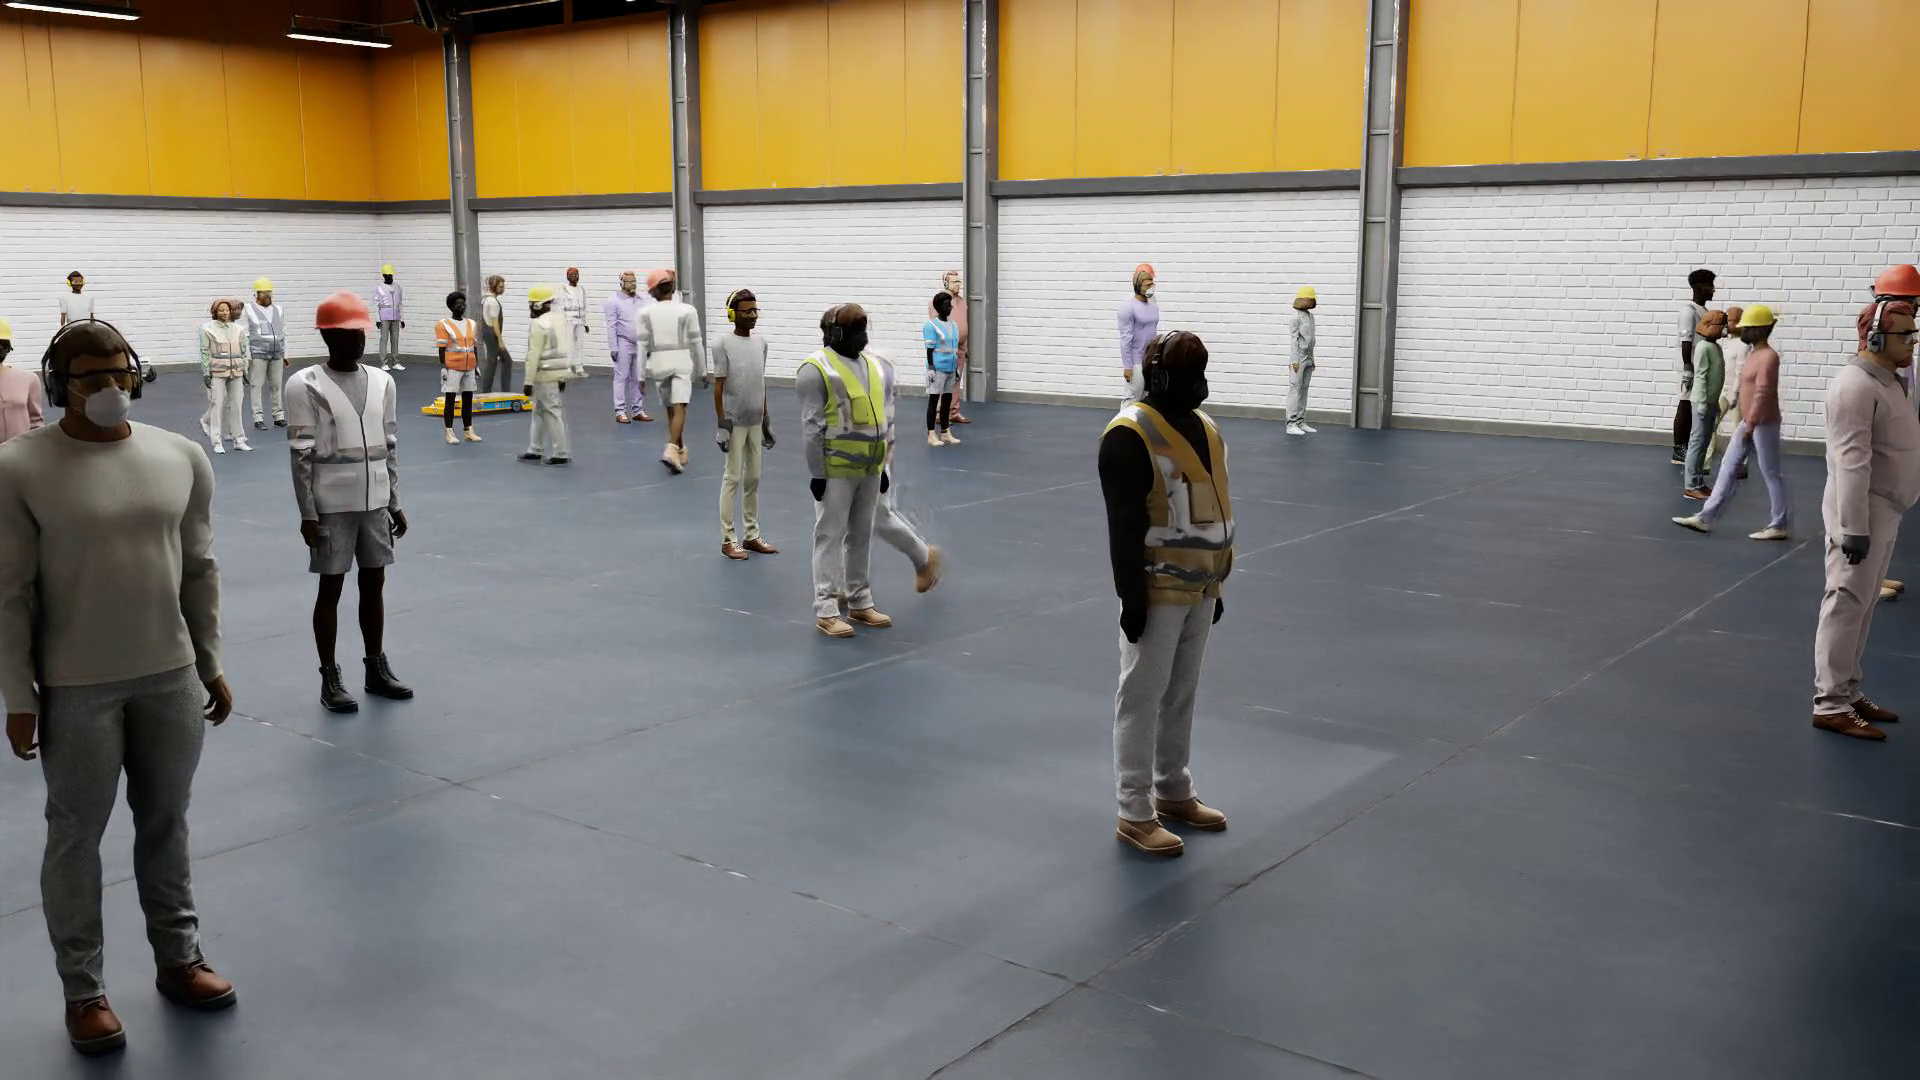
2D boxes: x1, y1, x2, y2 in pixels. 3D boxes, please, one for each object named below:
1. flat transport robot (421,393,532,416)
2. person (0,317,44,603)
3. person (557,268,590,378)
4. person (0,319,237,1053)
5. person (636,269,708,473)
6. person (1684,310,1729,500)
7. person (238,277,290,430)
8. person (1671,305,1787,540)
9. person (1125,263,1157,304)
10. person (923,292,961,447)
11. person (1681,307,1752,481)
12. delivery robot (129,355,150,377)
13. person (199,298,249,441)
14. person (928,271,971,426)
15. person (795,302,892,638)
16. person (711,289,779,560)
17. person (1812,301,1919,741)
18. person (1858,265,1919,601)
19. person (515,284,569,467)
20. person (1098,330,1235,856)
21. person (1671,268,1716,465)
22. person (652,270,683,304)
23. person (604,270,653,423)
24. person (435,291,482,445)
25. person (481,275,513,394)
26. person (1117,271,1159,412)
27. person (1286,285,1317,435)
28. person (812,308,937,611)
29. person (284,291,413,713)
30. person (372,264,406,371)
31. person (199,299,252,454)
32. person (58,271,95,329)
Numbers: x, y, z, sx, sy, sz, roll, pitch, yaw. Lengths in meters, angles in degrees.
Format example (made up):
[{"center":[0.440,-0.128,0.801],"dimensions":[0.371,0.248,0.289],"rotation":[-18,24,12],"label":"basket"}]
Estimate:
[{"center":[-6.367,-1.821,22.149],"dimensions":[0.652,0.197,1.431],"rotation":[8,12,37],"label":"flat transport robot"},{"center":[-5.619,-0.440,9.761],"dimensions":[0.304,1.772,0.525],"rotation":[7,12,37],"label":"person"},{"center":[-6.594,-3.706,28.435],"dimensions":[0.355,1.884,0.575],"rotation":[7,12,37],"label":"person"},{"center":[-2.279,0.378,4.504],"dimensions":[0.372,1.940,0.631],"rotation":[7,12,37],"label":"person"},{"center":[-2.833,-1.649,16.235],"dimensions":[0.660,1.976,1.063],"rotation":[1,10,5],"label":"person"},{"center":[6.471,-1.169,14.393],"dimensions":[0.284,1.633,0.500],"rotation":[7,12,37],"label":"person"},{"center":[-8.367,-2.245,20.067],"dimensions":[0.404,1.836,0.590],"rotation":[7,12,37],"label":"person"},{"center":[5.752,-0.856,12.265],"dimensions":[0.852,1.725,0.551],"rotation":[1,10,8],"label":"person"},{"center":[2.283,-2.454,20.826],"dimensions":[0.377,1.995,0.612],"rotation":[7,12,37],"label":"person"},{"center":[-0.191,-1.877,18.336],"dimensions":[0.318,1.697,0.535],"rotation":[7,12,37],"label":"person"},{"center":[7.076,-1.349,15.474],"dimensions":[0.670,1.608,0.523],"rotation":[0,10,0],"label":"person"},{"center":[-13.708,-2.905,27.366],"dimensions":[0.707,0.478,0.477],"rotation":[3,10,17],"label":"delivery robot"},{"center":[-8.284,-1.907,18.738],"dimensions":[0.476,1.615,0.536],"rotation":[2,10,14],"label":"person"},{"center":[-0.102,-2.380,20.651],"dimensions":[0.410,1.909,0.643],"rotation":[7,12,37],"label":"person"},{"center":[-0.616,-0.395,9.280],"dimensions":[0.429,1.846,0.627],"rotation":[7,12,37],"label":"person"},{"center":[-1.496,-0.805,11.590],"dimensions":[0.328,1.872,0.513],"rotation":[7,12,37],"label":"person"},{"center":[4.018,-0.094,7.340],"dimensions":[0.410,1.909,0.643],"rotation":[7,12,37],"label":"person"},{"center":[5.690,-0.658,10.229],"dimensions":[0.372,2.044,0.608],"rotation":[7,12,37],"label":"person"},{"center":[-4.228,-1.623,16.507],"dimensions":[0.732,1.809,0.621],"rotation":[1,10,7],"label":"person"},{"center":[0.759,0.178,5.951],"dimensions":[0.429,1.844,0.627],"rotation":[7,12,37],"label":"person"},{"center":[7.402,-1.741,16.754],"dimensions":[0.367,1.967,0.607],"rotation":[7,12,37],"label":"person"},{"center":[-4.448,-3.176,25.389],"dimensions":[0.354,1.878,0.597],"rotation":[8,13,40],"label":"person"},{"center":[-4.143,-2.425,20.917],"dimensions":[0.410,1.908,0.643],"rotation":[7,12,37],"label":"person"},{"center":[-5.591,-1.919,18.571],"dimensions":[0.318,1.699,0.535],"rotation":[7,12,37],"label":"person"},{"center":[-6.495,-2.842,23.601],"dimensions":[0.714,1.814,0.529],"rotation":[-3,10,-16],"label":"person"},{"center":[1.875,-1.813,17.256],"dimensions":[0.372,1.940,0.631],"rotation":[7,12,37],"label":"person"},{"center":[4.048,-2.120,19.609],"dimensions":[0.289,1.746,0.487],"rotation":[7,12,37],"label":"person"},{"center":[-0.543,-0.490,9.944],"dimensions":[0.777,1.811,0.638],"rotation":[-8,12,-38],"label":"person"},{"center":[-2.831,-0.182,7.751],"dimensions":[0.349,1.942,0.545],"rotation":[7,12,37],"label":"person"},{"center":[-10.397,-4.052,30.323],"dimensions":[0.364,1.927,0.587],"rotation":[7,12,37],"label":"person"},{"center":[-7.832,-1.746,17.736],"dimensions":[0.307,1.641,0.514],"rotation":[7,12,37],"label":"person"},{"center":[-12.748,-2.955,24.105],"dimensions":[0.328,1.872,0.513],"rotation":[7,12,37],"label":"person"}]
